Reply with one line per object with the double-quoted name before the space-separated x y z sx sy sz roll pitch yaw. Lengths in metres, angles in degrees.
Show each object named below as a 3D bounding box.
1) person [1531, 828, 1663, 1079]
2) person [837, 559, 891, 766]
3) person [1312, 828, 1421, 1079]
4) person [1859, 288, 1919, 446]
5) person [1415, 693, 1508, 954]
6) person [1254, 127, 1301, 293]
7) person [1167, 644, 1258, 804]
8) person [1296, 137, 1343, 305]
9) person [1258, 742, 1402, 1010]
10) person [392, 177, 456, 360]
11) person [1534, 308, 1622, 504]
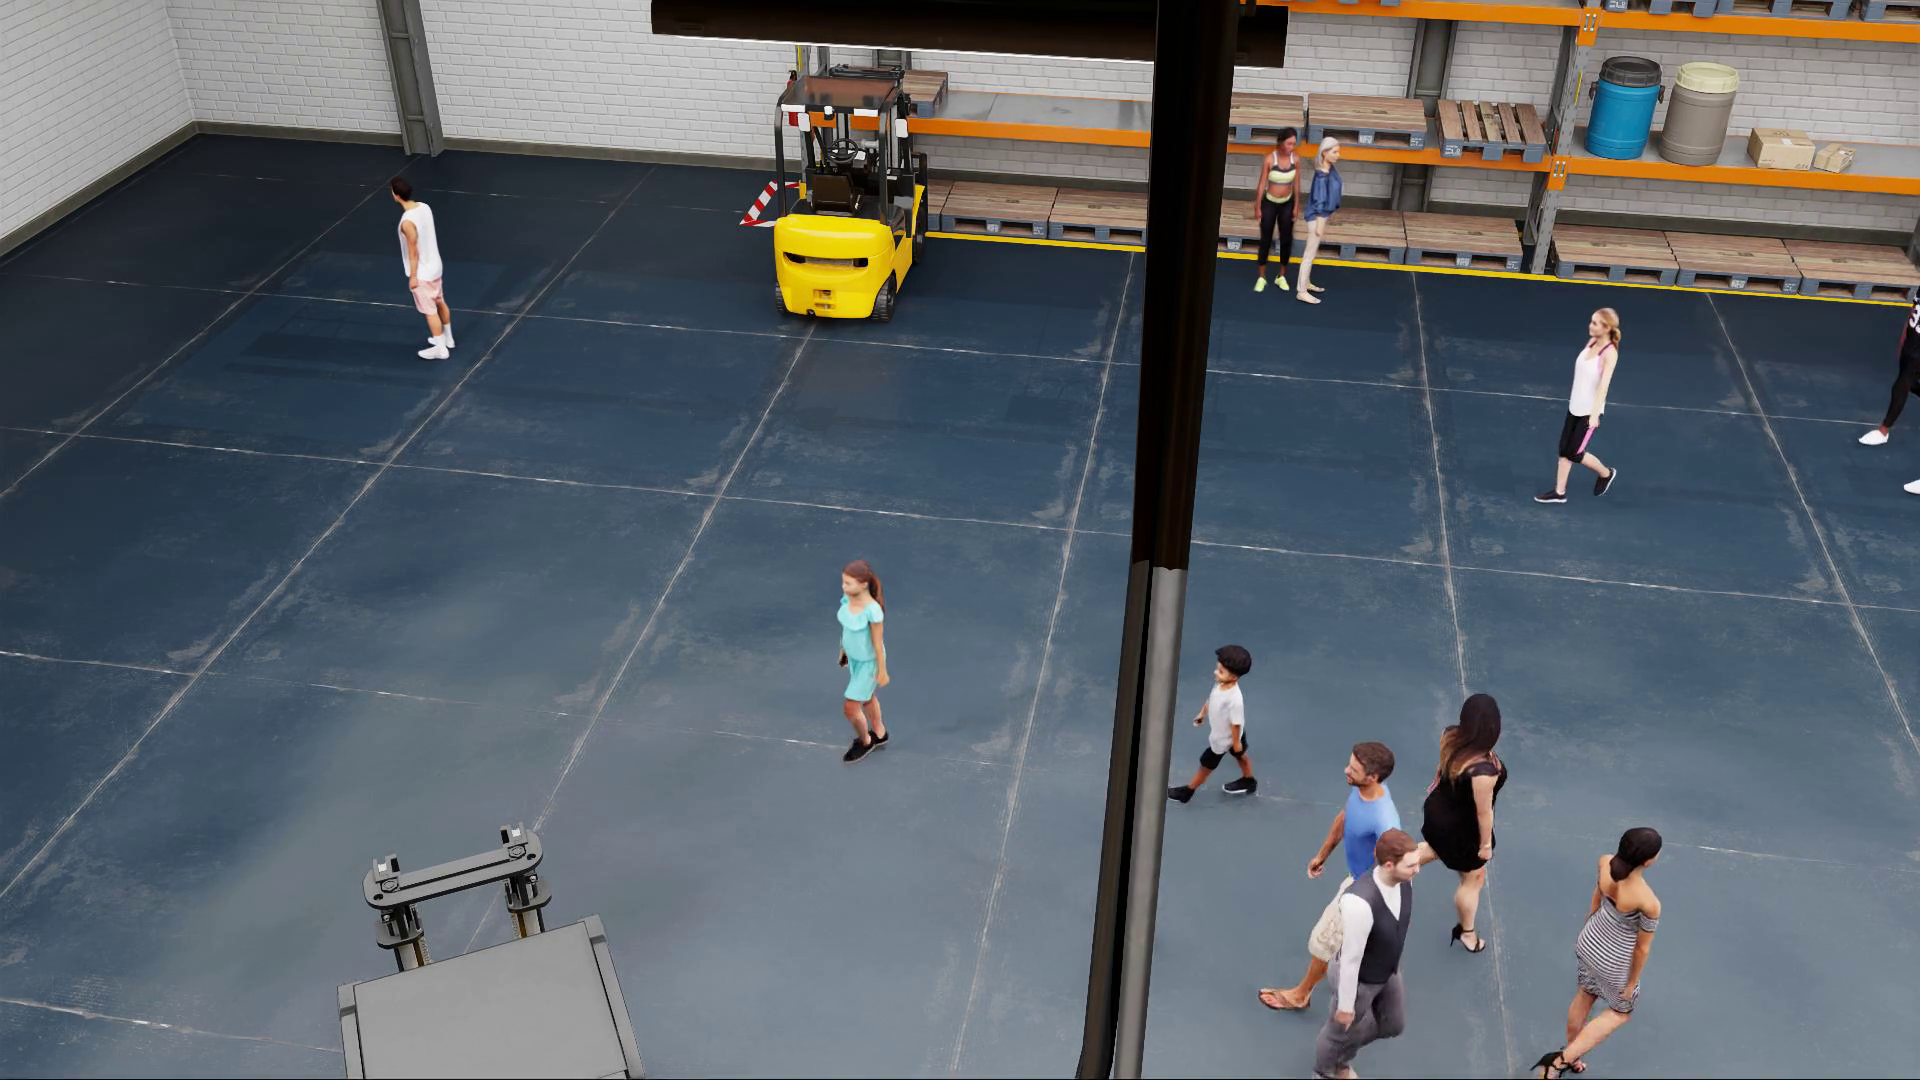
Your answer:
"person" 3.255 2.190 8.560 0.856 1.812 0.783 -14 36 -20
"person" -0.564 0.768 10.940 0.765 1.546 0.706 -19 38 -26
"person" 2.000 2.148 8.518 0.809 1.930 0.846 -25 41 -33
"person" 8.366 -1.601 14.362 1.168 1.704 0.894 -8 34 -11
"person" 2.802 1.593 9.574 0.876 1.684 0.835 2 34 2
"person" 3.241 -3.411 17.046 0.566 1.747 0.708 0 34 0
"person" 1.761 1.187 10.606 0.930 1.218 0.651 -2 34 -4
"person" 3.628 -3.261 16.864 0.611 1.698 0.646 11 35 16
"person" 2.308 1.837 9.073 1.061 1.833 0.720 1 34 2
"person" -5.077 -2.579 15.760 0.556 1.785 0.632 4 34 6
"person" 5.147 -1.048 13.467 0.939 1.773 0.774 -4 34 -5
